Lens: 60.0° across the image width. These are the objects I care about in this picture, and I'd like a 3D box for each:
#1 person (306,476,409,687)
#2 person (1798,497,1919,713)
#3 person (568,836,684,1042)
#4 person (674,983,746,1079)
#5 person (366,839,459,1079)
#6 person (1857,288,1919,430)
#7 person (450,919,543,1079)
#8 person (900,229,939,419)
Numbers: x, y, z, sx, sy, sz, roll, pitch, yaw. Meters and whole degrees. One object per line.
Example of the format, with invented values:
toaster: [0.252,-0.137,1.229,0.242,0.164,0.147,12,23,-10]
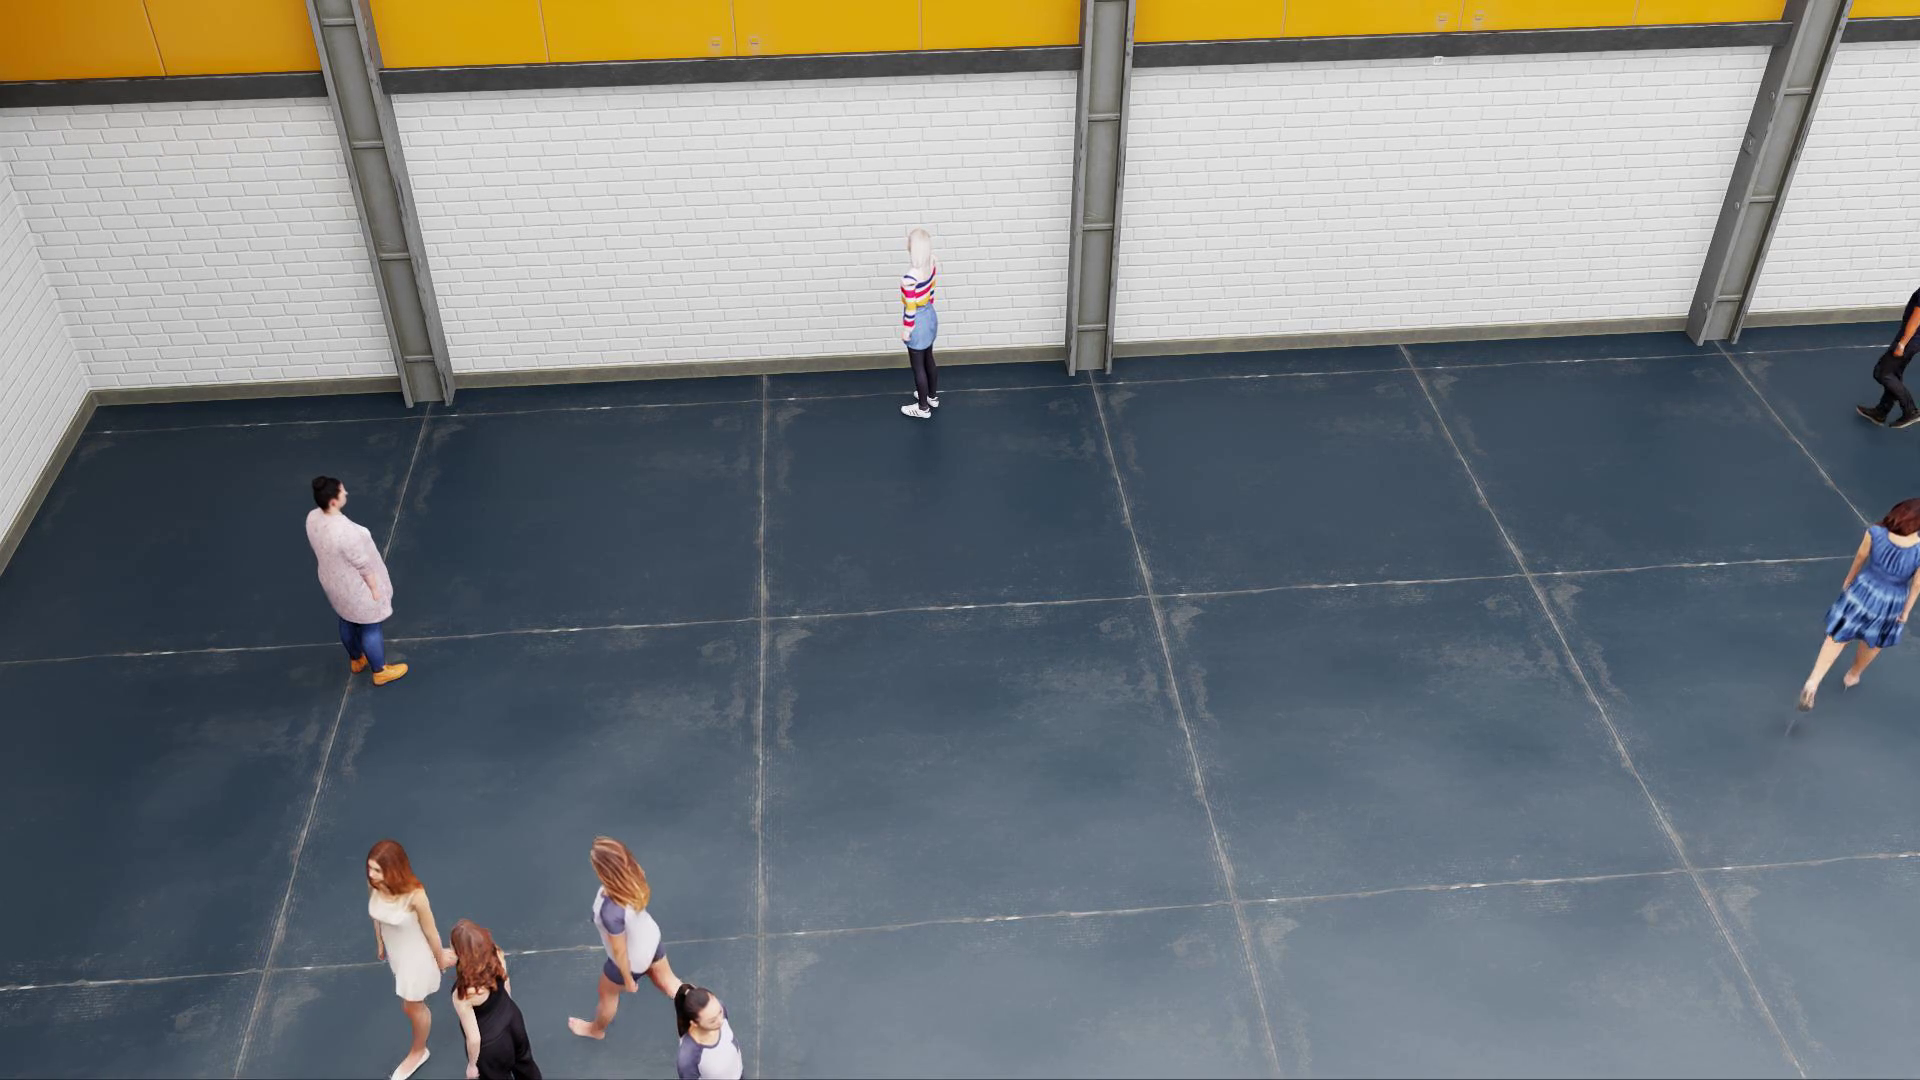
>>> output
person: [-4.295,0.274,11.699,0.781,1.742,0.855,24,45,27]
person: [6.225,0.491,11.399,1.066,1.778,1.159,31,48,33]
person: [-1.717,2.290,9.231,1.177,1.671,0.823,8,39,9]
person: [-1.266,2.846,8.552,0.655,1.651,0.665,12,40,15]
person: [-3.007,2.216,9.312,1.087,1.686,1.065,21,43,25]
person: [8.166,-1.682,14.119,0.880,1.779,0.932,-31,48,-33]
person: [-2.444,2.606,8.775,0.643,1.747,0.660,11,40,14]
person: [-0.334,-1.873,14.334,0.730,1.808,0.727,18,42,22]
